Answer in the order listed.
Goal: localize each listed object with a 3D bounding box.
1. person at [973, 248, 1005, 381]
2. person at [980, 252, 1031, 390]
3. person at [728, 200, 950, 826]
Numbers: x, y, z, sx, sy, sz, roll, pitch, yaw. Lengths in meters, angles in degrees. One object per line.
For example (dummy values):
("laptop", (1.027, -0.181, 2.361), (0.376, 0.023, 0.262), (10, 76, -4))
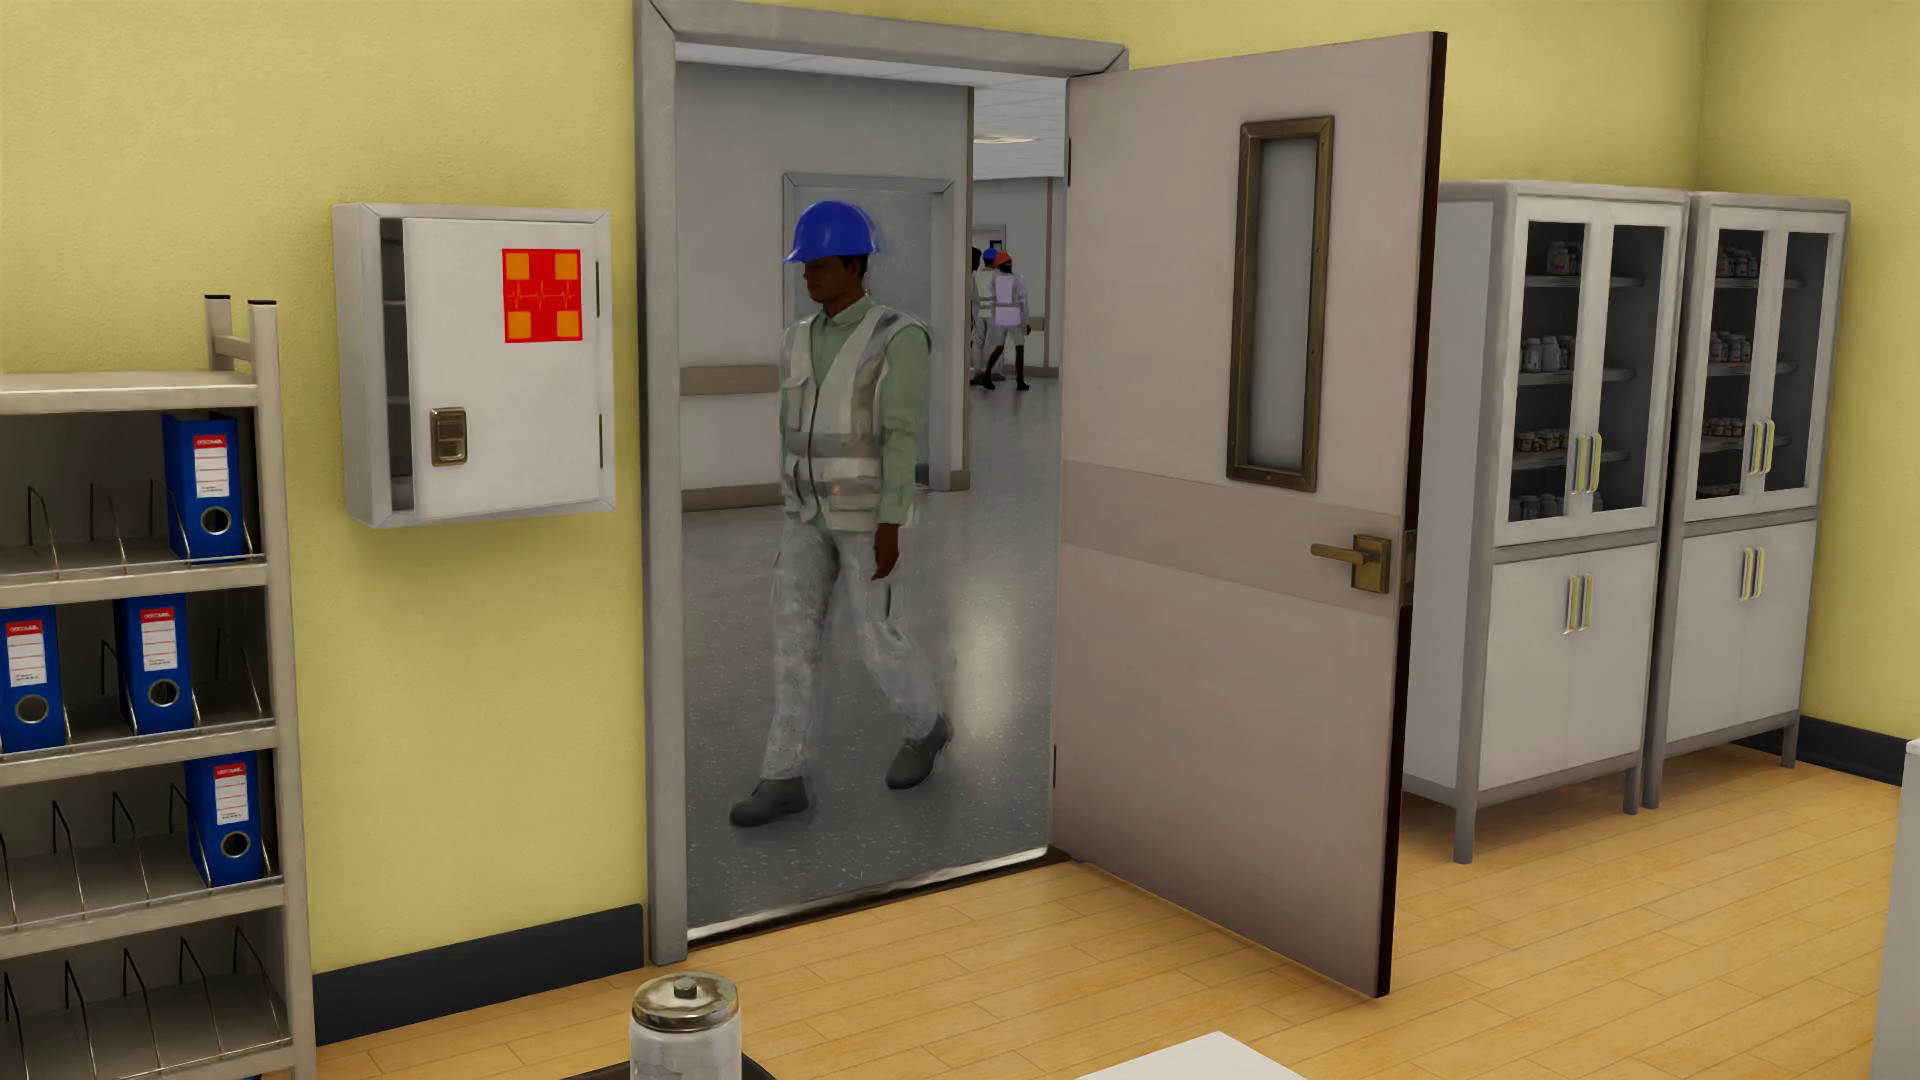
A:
("person", (0.422, -3.310, 24.454), (0.615, 1.944, 0.396), (7, 11, 32))
("person", (0.650, -2.973, 22.691), (0.602, 1.887, 0.449), (6, 11, 27))
("person", (-0.355, -0.093, 5.236), (0.616, 1.921, 0.822), (8, 12, 36))
